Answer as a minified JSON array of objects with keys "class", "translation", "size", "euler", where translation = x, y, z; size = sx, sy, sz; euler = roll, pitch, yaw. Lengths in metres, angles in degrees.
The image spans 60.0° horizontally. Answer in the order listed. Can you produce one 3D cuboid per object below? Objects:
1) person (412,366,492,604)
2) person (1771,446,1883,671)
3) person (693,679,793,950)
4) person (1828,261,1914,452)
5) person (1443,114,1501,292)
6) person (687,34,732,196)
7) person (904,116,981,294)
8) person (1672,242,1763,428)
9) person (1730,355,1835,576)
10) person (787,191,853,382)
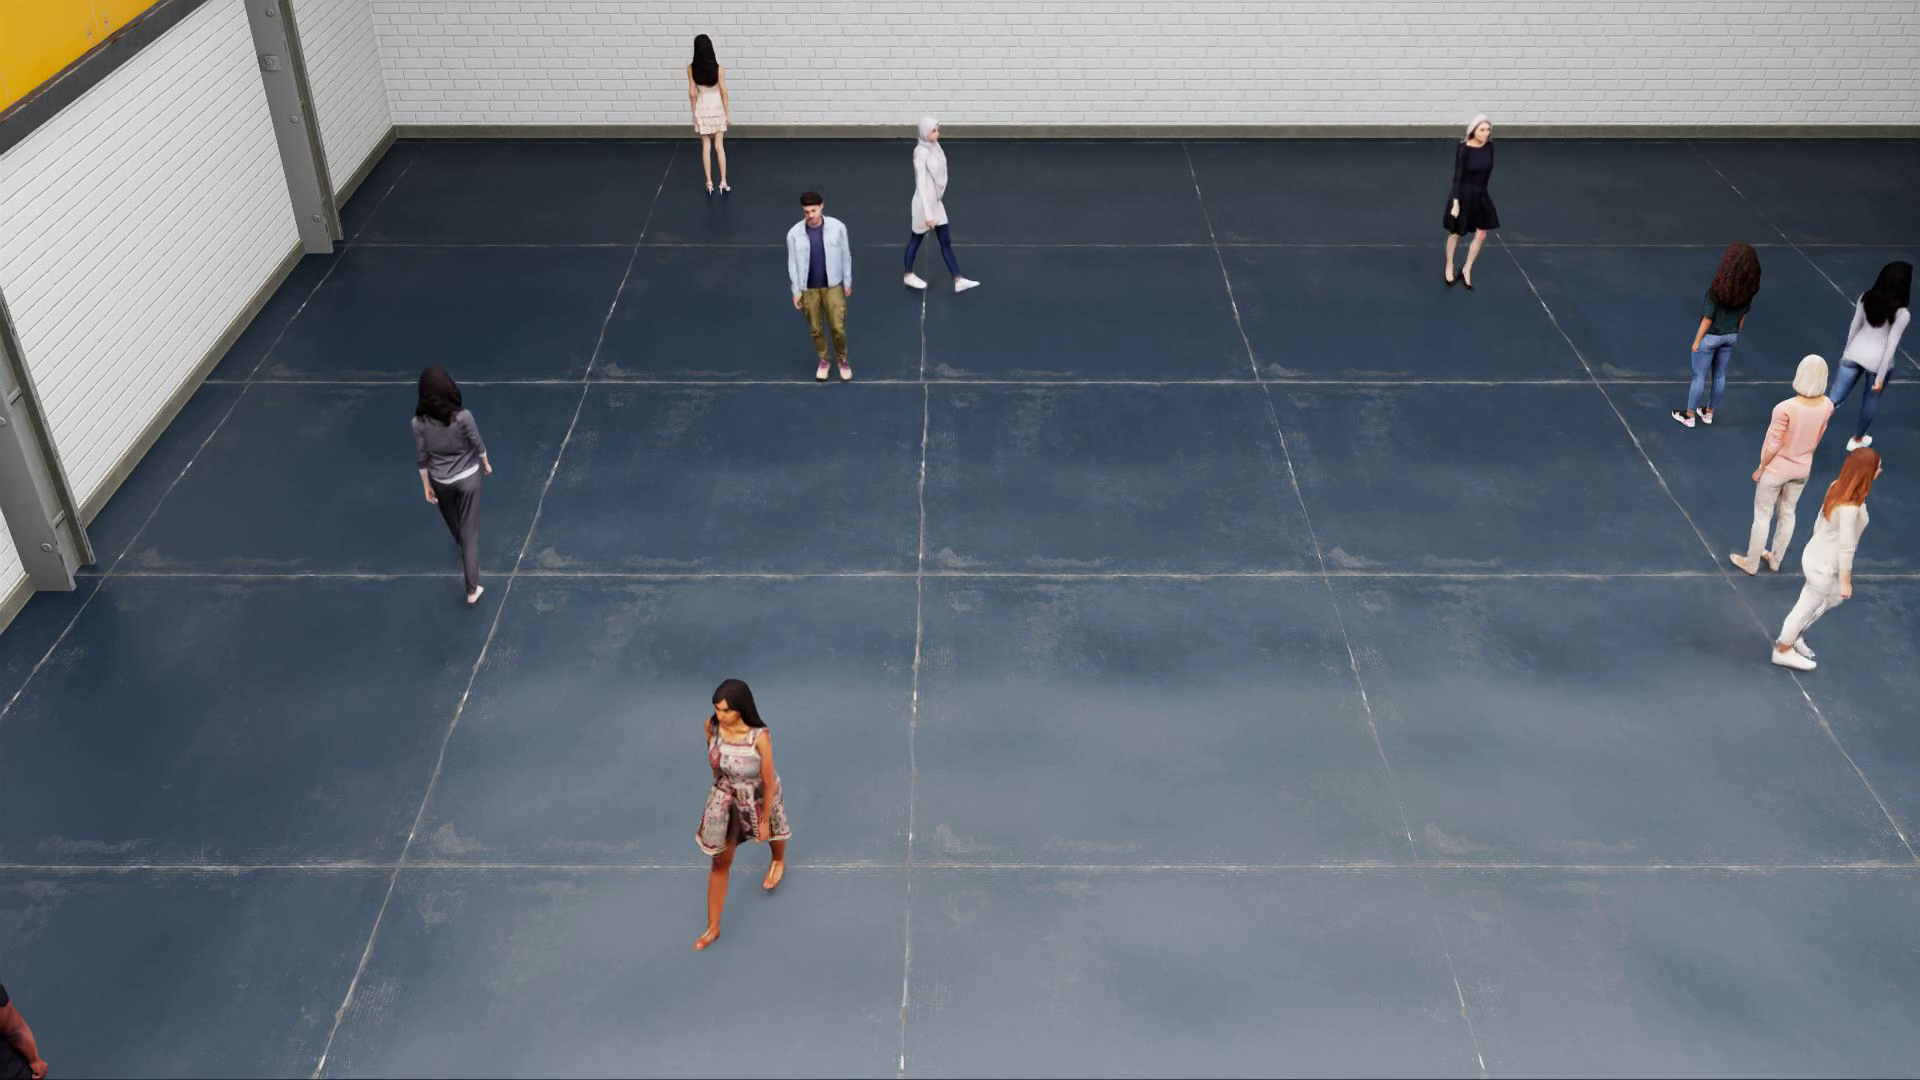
[{"class":"person","translation":[-3.523,-0.344,11.612],"size":[0.680,1.727,1.113],"euler":[-3,34,-5]},{"class":"person","translation":[5.594,0.135,10.916],"size":[0.743,1.701,0.628],"euler":[13,36,19]},{"class":"person","translation":[-1.123,1.379,9.140],"size":[0.856,1.595,1.193],"euler":[10,35,15]},{"class":"person","translation":[7.100,-1.371,13.180],"size":[1.058,1.702,1.183],"euler":[-18,37,-25]},{"class":"person","translation":[4.847,-3.276,16.019],"size":[0.733,1.732,0.784],"euler":[-10,35,-15]},{"class":"person","translation":[-2.710,-4.590,17.992],"size":[0.575,1.737,0.526],"euler":[1,34,2]},{"class":"person","translation":[-0.383,-3.184,15.874],"size":[1.047,1.740,1.100],"euler":[18,38,25]},{"class":"person","translation":[6.265,-1.697,13.749],"size":[0.651,1.617,0.657],"euler":[-7,34,-10]},{"class":"person","translation":[5.906,-0.531,11.897],"size":[0.640,1.724,0.584],"euler":[-7,34,-10]},{"class":"person","translation":[-1.192,-2.199,14.356],"size":[0.699,1.779,0.671],"euler":[-5,34,-8]}]
